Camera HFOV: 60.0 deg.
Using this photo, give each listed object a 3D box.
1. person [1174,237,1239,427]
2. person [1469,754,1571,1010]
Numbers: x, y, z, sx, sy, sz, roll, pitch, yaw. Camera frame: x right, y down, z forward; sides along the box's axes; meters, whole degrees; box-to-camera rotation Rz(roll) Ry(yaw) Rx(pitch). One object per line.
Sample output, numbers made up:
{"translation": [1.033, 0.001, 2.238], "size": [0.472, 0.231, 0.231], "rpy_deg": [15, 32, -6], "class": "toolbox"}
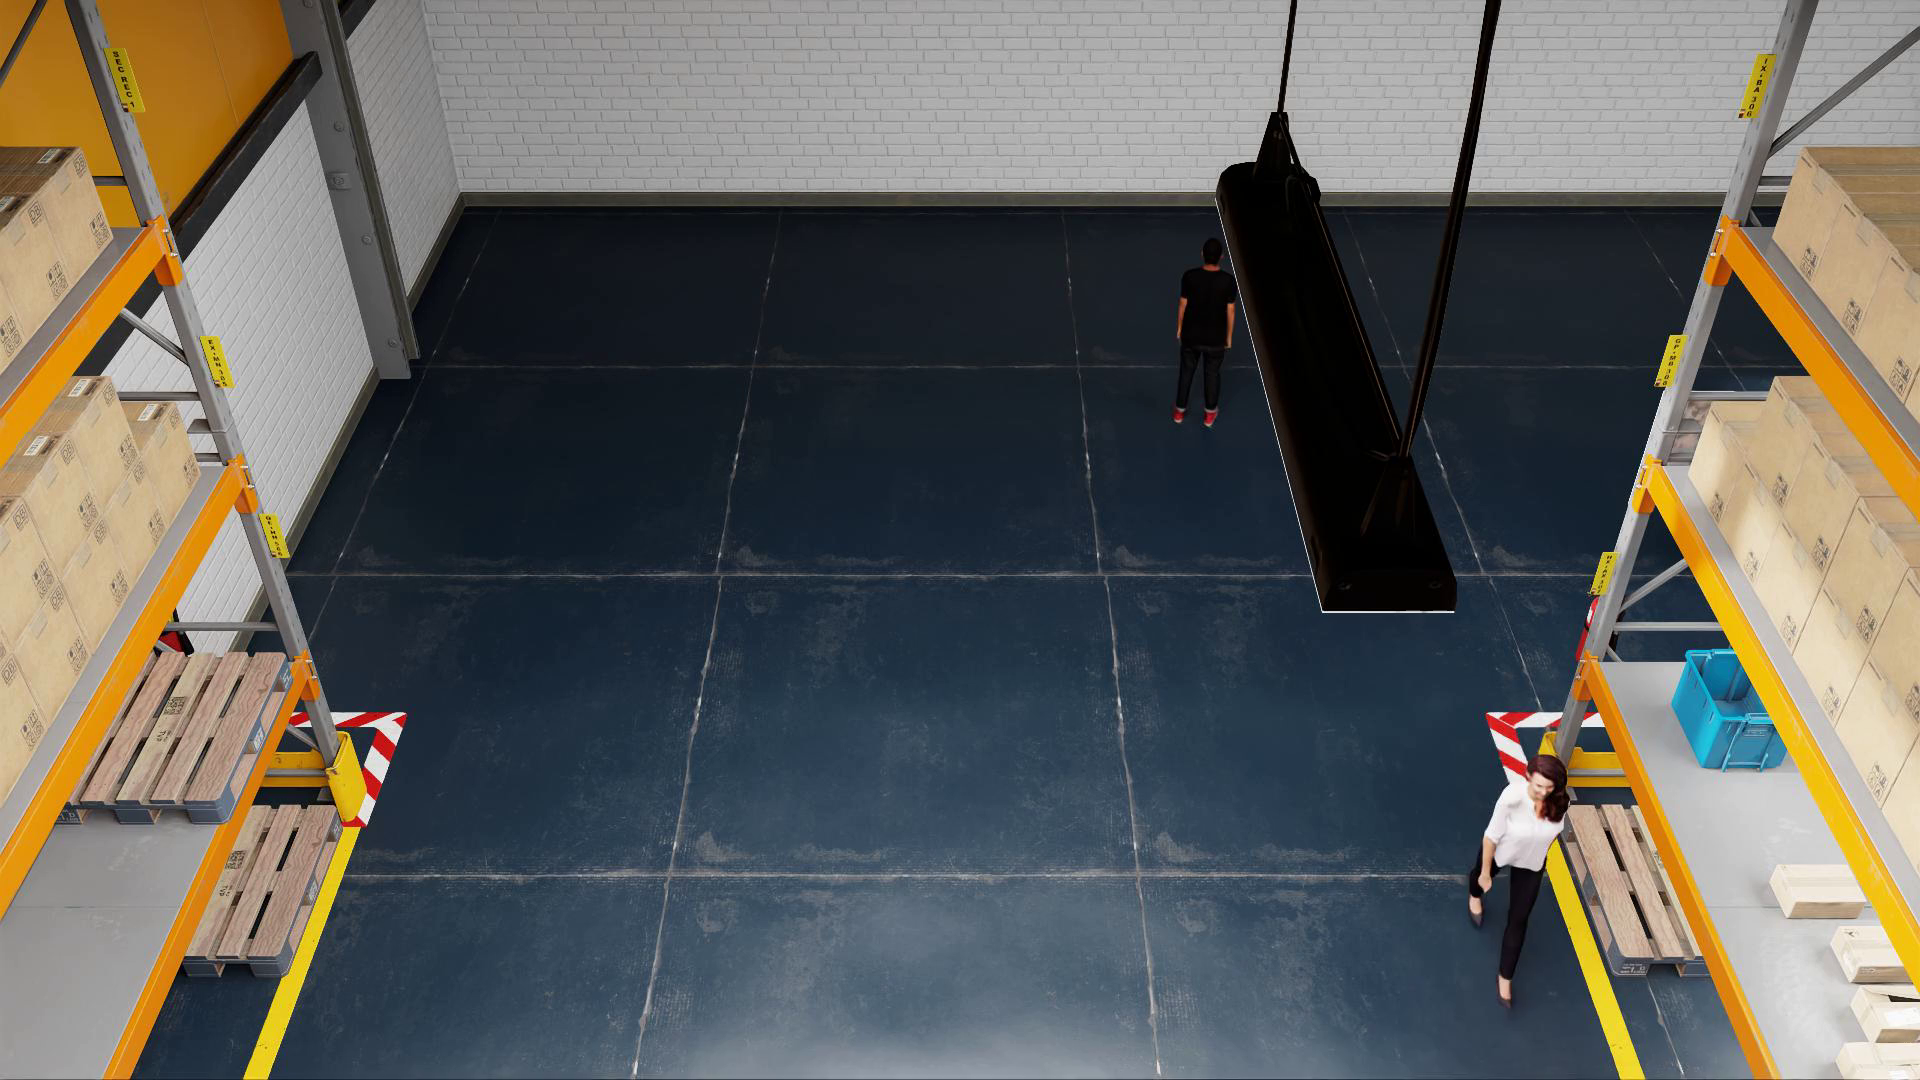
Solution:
{"translation": [2.077, -1.759, 14.121], "size": [0.674, 1.756, 0.627], "rpy_deg": [8, 39, 9], "class": "person"}
{"translation": [3.191, 1.798, 9.689], "size": [0.646, 1.727, 1.133], "rpy_deg": [2, 39, 2], "class": "person"}
